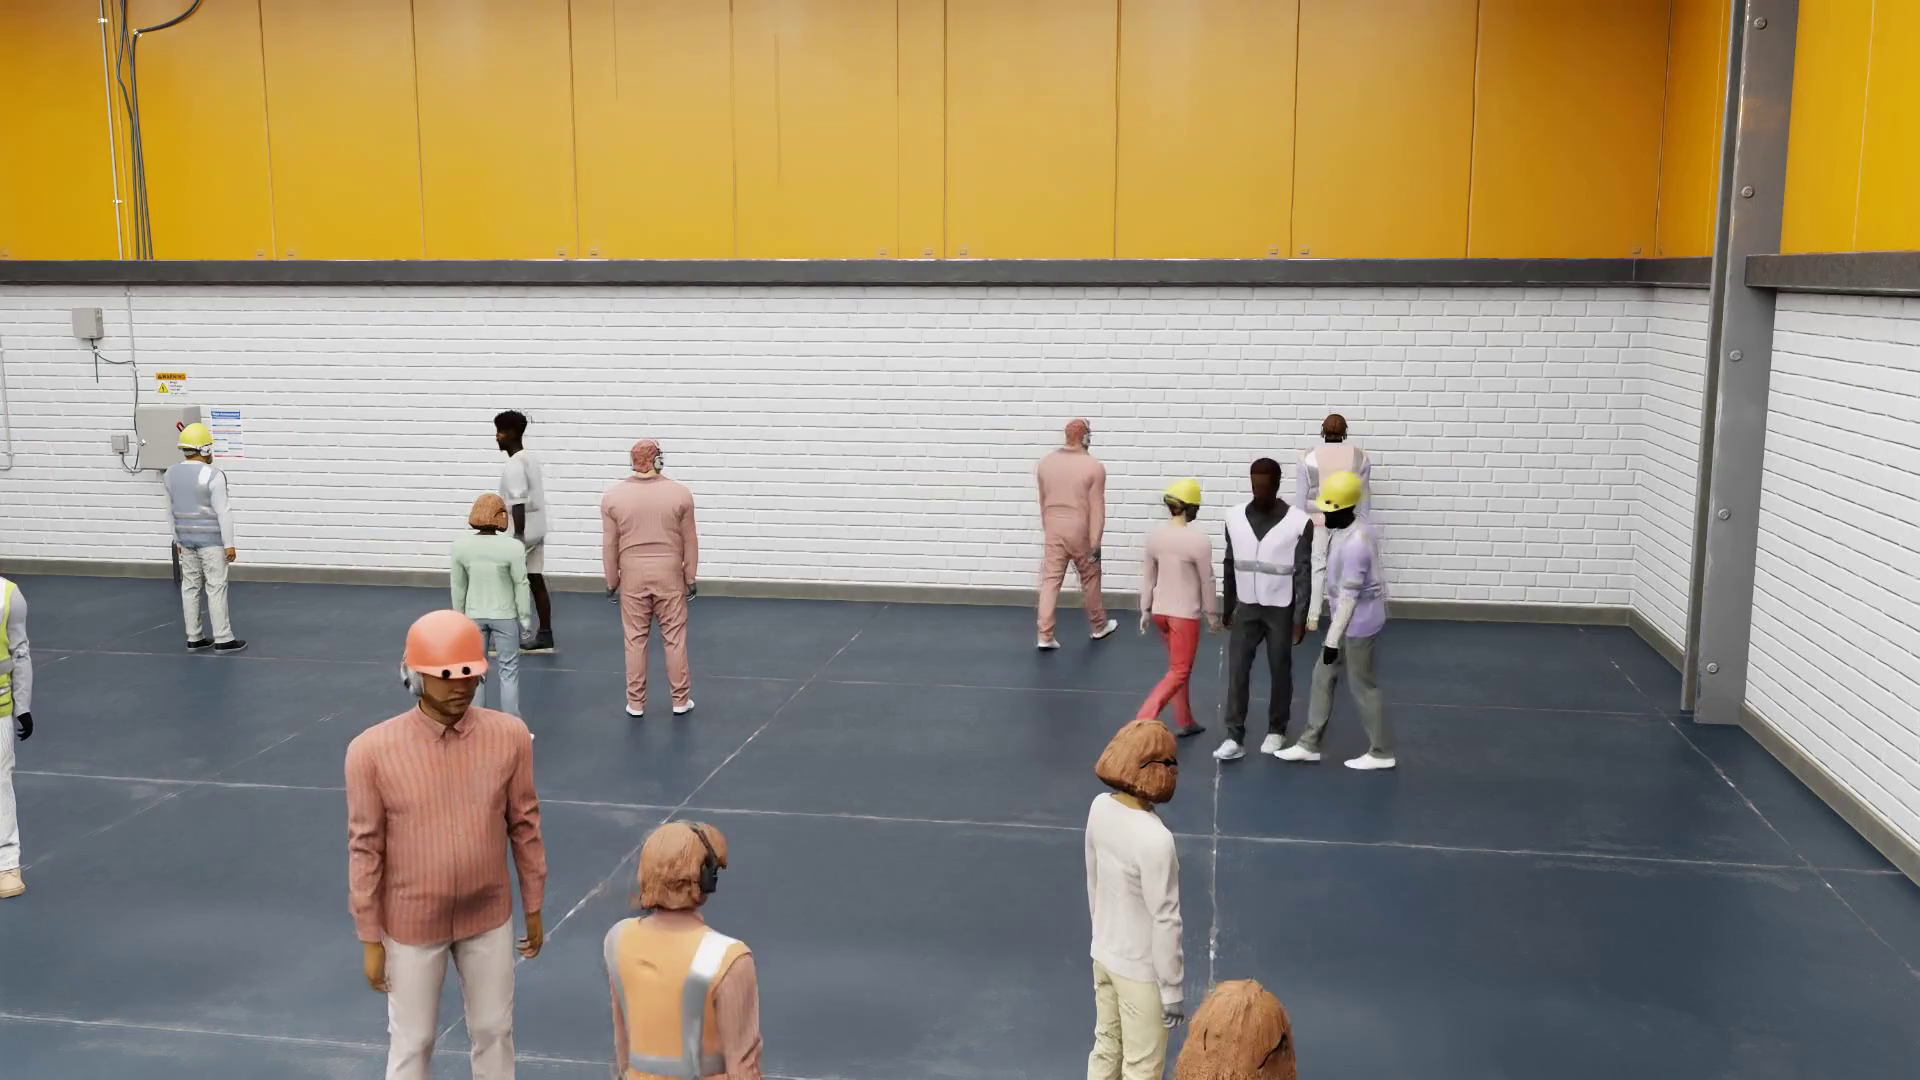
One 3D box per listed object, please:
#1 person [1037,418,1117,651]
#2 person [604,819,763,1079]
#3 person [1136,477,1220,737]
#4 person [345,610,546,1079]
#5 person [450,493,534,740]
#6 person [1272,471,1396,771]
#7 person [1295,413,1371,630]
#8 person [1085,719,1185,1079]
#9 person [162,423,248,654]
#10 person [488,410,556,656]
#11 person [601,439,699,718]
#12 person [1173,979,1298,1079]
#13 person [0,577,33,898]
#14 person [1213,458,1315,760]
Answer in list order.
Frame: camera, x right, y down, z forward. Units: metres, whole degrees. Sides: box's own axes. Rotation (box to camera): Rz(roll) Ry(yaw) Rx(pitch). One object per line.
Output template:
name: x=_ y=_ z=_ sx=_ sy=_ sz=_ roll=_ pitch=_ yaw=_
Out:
person: x=0.917 y=-0.055 z=13.405 sx=0.660 sy=1.855 sz=0.999 roll=6 pitch=11 yaw=33
person: x=-0.702 y=1.531 z=4.317 sx=0.540 sy=1.617 sz=0.361 roll=6 pitch=11 yaw=34
person: x=1.334 y=0.468 z=10.554 sx=0.792 sy=1.731 sz=0.506 roll=-7 pitch=11 yaw=-36
person: x=-1.611 y=1.195 z=5.293 sx=0.614 sy=1.990 sz=0.397 roll=-6 pitch=11 yaw=-33
person: x=-2.976 y=0.512 z=10.590 sx=0.507 sy=1.631 sz=0.266 roll=1 pitch=9 yaw=6
person: x=2.273 y=0.496 z=9.974 sx=0.818 sy=1.863 sz=0.673 roll=0 pitch=9 yaw=1
person: x=3.131 y=-0.146 z=14.014 sx=0.624 sy=1.844 sz=0.429 roll=1 pitch=9 yaw=7
person: x=0.564 y=1.368 z=5.313 sx=0.289 sy=1.632 sz=0.497 roll=-4 pitch=10 yaw=-23
person: x=-5.986 y=-0.010 z=13.187 sx=0.590 sy=1.837 sz=0.403 roll=3 pitch=10 yaw=18
person: x=-3.540 y=-0.048 z=13.070 sx=0.712 sy=1.940 sz=0.647 roll=0 pitch=9 yaw=1
person: x=-2.096 y=0.261 z=11.318 sx=0.637 sy=1.904 sz=0.403 roll=-1 pitch=9 yaw=-7
person: x=0.552 y=1.677 z=3.440 sx=0.533 sy=1.617 sz=0.421 roll=6 pitch=11 yaw=33
person: x=-4.795 y=0.834 z=7.985 sx=0.621 sy=1.838 sz=0.429 roll=-5 pitch=10 yaw=-26
person: x=1.847 y=0.439 z=10.257 sx=0.619 sy=1.883 sz=0.843 roll=6 pitch=11 yaw=31
